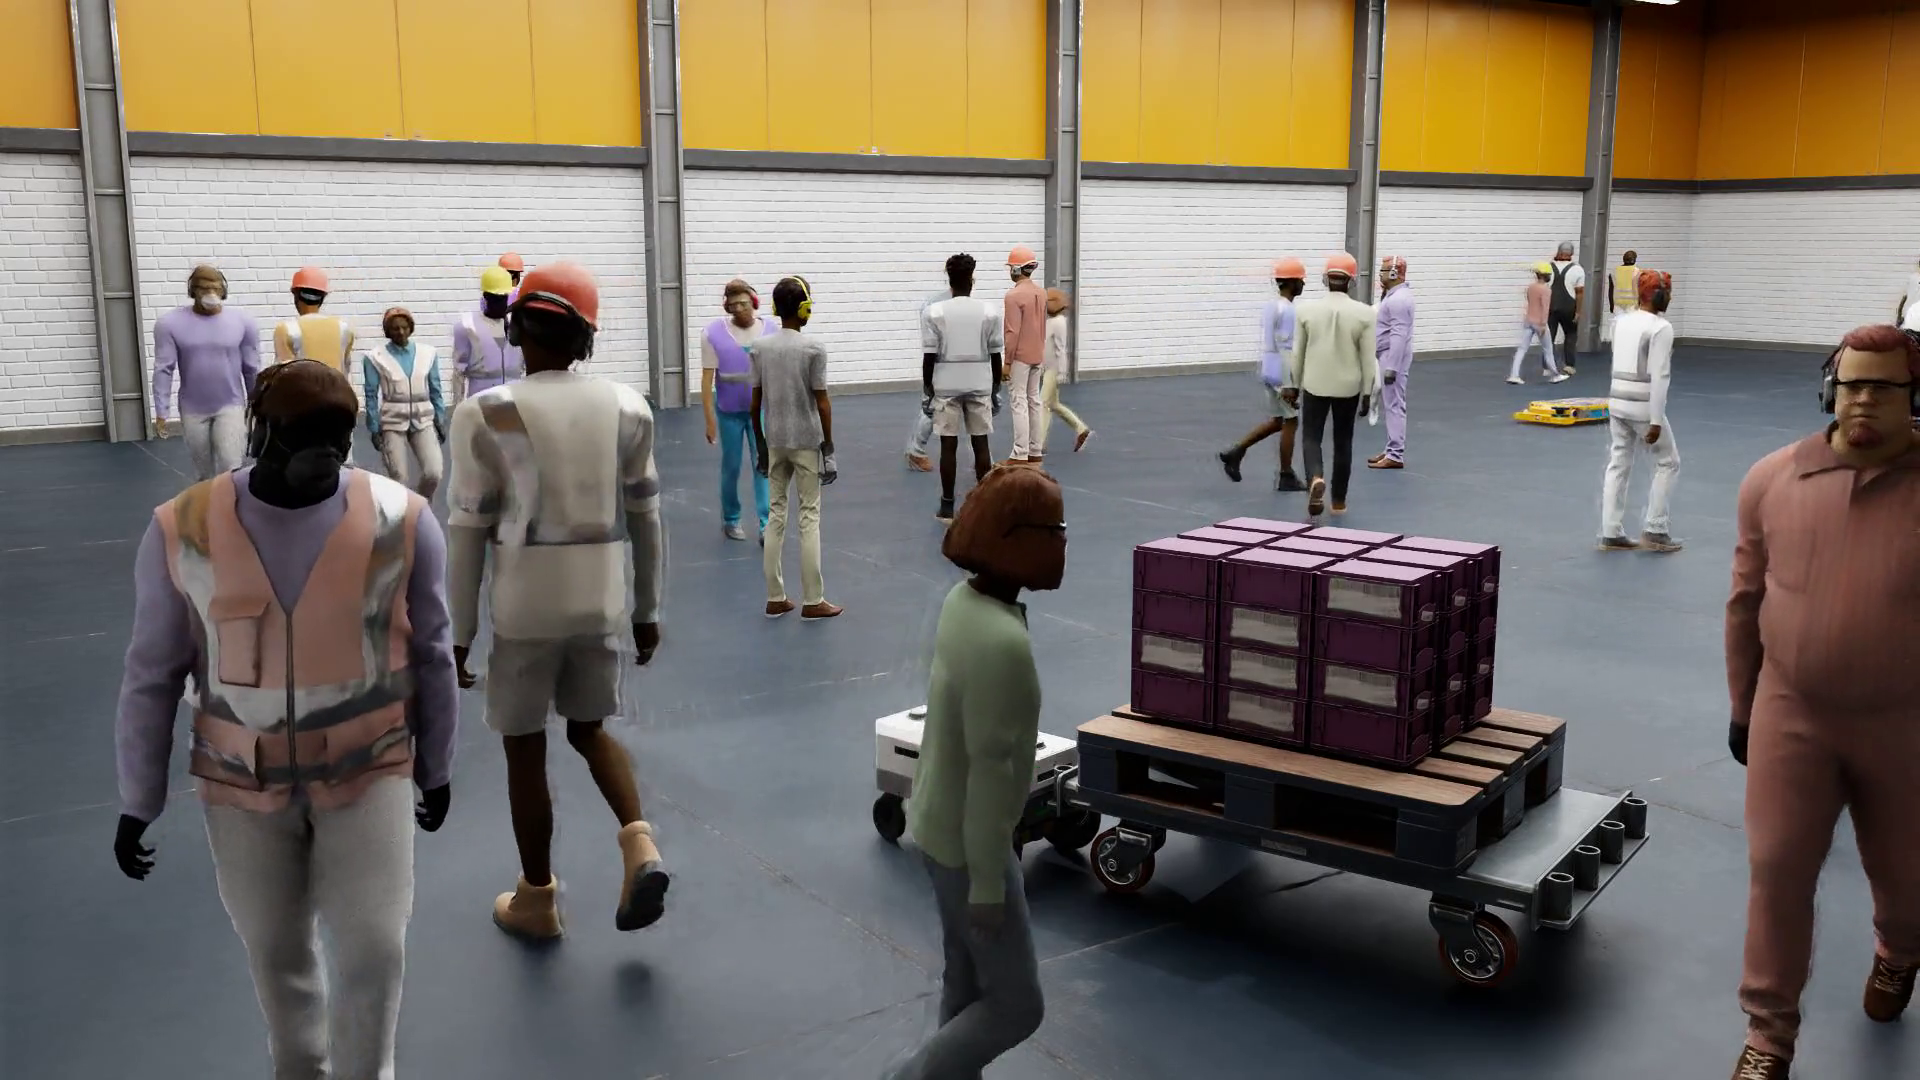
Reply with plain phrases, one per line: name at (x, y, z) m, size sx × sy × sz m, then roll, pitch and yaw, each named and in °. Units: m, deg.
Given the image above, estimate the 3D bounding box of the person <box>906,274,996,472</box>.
person at (-0.072, -1.497, 14.501) m, size 1.019 × 1.896 × 0.648 m, roll 8°, pitch 13°, yaw 39°

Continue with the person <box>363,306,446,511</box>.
person at (-3.660, -0.733, 11.018) m, size 0.535 × 1.623 × 0.376 m, roll -7°, pitch 13°, yaw -35°

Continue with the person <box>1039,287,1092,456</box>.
person at (0.915, -1.599, 15.822) m, size 0.731 × 1.611 × 0.514 m, roll -2°, pitch 11°, yaw -11°

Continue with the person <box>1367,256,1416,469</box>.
person at (3.873, -1.595, 14.983) m, size 0.402 × 1.911 × 0.639 m, roll 3°, pitch 11°, yaw 16°

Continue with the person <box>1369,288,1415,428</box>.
person at (4.628, -1.985, 17.908) m, size 0.515 × 1.627 × 0.362 m, roll 1°, pitch 10°, yaw 4°

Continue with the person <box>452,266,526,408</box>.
person at (-3.224, -0.979, 11.717) m, size 0.593 × 1.862 × 1.020 m, roll -8°, pitch 13°, yaw -36°

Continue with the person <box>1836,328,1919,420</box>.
person at (4.126, -0.091, 7.370) m, size 0.553 × 1.672 × 0.547 m, roll 5°, pitch 12°, yaw 26°

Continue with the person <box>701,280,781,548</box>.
person at (-1.429, -0.832, 11.124) m, size 0.599 × 1.790 × 0.971 m, roll -4°, pitch 11°, yaw -19°

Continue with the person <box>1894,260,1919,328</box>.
person at (13.720, -3.151, 23.772) m, size 0.994 × 1.810 × 0.488 m, roll -3°, pitch 11°, yaw -18°

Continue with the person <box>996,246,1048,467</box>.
person at (0.559, -1.627, 14.913) m, size 0.381 × 1.994 × 0.622 m, roll 7°, pitch 12°, yaw 32°

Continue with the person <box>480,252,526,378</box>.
person at (-4.123, -1.681, 15.375) m, size 0.551 × 1.934 × 0.373 m, roll -1°, pitch 10°, yaw -3°

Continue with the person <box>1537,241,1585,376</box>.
person at (9.039, -3.493, 25.020) m, size 0.703 × 2.000 × 0.723 m, roll 6°, pitch 12°, yaw 30°

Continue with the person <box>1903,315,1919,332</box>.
person at (5.840, -0.666, 9.814) m, size 0.647 × 1.938 × 0.433 m, roll 9°, pitch 14°, yaw 41°

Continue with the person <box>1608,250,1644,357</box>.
person at (11.477, -4.049, 28.618) m, size 0.626 × 1.844 × 0.429 m, roll 9°, pitch 14°, yaw 41°

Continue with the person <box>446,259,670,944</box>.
person at (-1.123, 0.214, 4.778) m, size 0.635 × 2.014 × 0.616 m, roll -9°, pitch 14°, yaw -42°

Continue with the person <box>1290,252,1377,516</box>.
person at (2.748, -1.132, 12.272) m, size 0.629 × 1.971 × 0.739 m, roll 2°, pitch 11°, yaw 13°

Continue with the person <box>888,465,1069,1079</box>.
person at (0.008, 0.644, 3.490) m, size 0.423 × 1.612 × 0.524 m, roll -2°, pitch 10°, yaw -9°

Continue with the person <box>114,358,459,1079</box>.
person at (-1.429, 0.532, 3.565) m, size 0.692 × 1.825 × 0.545 m, roll -3°, pitch 11°, yaw -14°

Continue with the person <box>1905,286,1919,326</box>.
person at (7.858, -1.309, 13.585) m, size 0.402 × 1.844 × 0.641 m, roll 1°, pitch 10°, yaw 6°

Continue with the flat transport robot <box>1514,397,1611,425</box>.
flat transport robot at (7.005, -1.466, 18.763) m, size 1.431 × 0.197 × 0.652 m, roll -6°, pitch 12°, yaw -30°

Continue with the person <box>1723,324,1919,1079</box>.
person at (2.229, 0.404, 4.117) m, size 0.653 × 1.882 × 0.869 m, roll 8°, pitch 13°, yaw 37°

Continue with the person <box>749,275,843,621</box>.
person at (-0.896, -0.487, 9.040) m, size 0.514 × 1.861 × 0.328 m, roll 5°, pitch 11°, yaw 25°

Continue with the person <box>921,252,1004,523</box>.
person at (0.014, -1.097, 12.094) m, size 0.609 × 1.962 × 0.367 m, roll -1°, pitch 10°, yaw -7°

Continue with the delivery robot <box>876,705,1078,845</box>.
delivery robot at (0.046, 0.741, 5.627) m, size 0.707 × 0.478 × 0.477 m, roll 9°, pitch 14°, yaw 41°

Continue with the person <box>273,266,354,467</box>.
person at (-4.228, -0.827, 10.839) m, size 0.548 × 1.875 × 0.992 m, roll -10°, pitch 14°, yaw -43°

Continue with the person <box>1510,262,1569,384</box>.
person at (8.174, -3.046, 23.452) m, size 0.898 × 1.719 × 0.538 m, roll -4°, pitch 11°, yaw -20°

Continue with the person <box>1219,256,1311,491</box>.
person at (2.536, -1.341, 13.544) m, size 0.686 × 1.925 × 0.543 m, roll -1°, pitch 10°, yaw -5°

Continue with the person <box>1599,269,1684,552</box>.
person at (4.560, -0.843, 10.990) m, size 0.649 × 1.866 × 0.580 m, roll -3°, pitch 11°, yaw -18°

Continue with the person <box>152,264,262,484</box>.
person at (-4.804, -0.801, 10.662) m, size 0.647 × 1.887 × 1.007 m, roll -3°, pitch 11°, yaw -18°
